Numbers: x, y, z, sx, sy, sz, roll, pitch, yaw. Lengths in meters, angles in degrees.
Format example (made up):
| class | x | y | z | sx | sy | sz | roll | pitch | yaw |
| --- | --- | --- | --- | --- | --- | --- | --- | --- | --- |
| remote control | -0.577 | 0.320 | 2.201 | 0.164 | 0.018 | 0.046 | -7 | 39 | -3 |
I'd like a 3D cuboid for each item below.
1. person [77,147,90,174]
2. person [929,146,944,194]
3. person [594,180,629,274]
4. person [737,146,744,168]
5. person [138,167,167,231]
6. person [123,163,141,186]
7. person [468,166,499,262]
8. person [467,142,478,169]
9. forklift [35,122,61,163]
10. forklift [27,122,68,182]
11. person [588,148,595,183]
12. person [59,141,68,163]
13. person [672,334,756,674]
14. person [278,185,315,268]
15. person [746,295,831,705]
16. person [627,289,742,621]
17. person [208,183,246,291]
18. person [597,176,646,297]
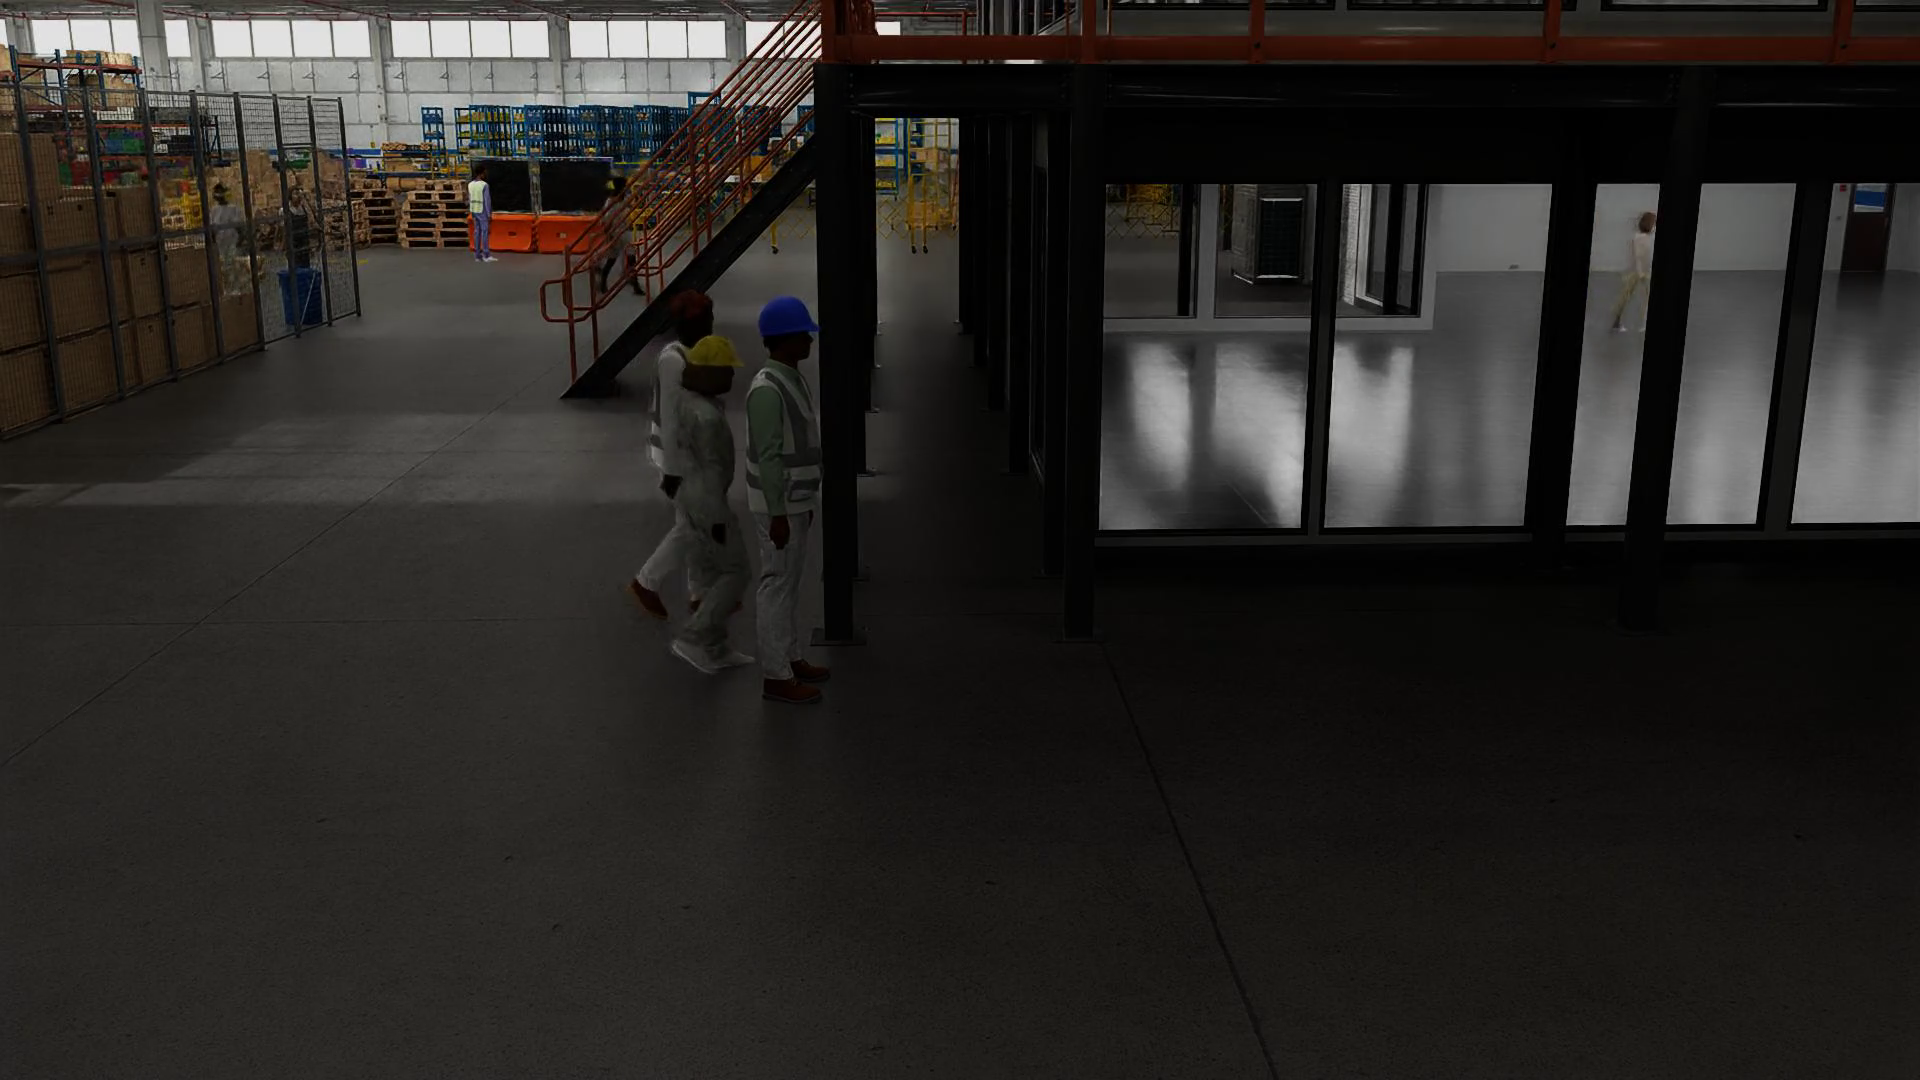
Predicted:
| class | x | y | z | sx | sy | sz | roll | pitch | yaw |
| --- | --- | --- | --- | --- | --- | --- | --- | --- | --- |
| person | -39.392 | -16.809 | 74.809 | 0.551 | 1.735 | 0.375 | -4 | 15 | -14 |
| person | -0.926 | -14.658 | 65.916 | 0.647 | 1.895 | 0.529 | -10 | 17 | -34 |
| person | -6.477 | -5.799 | 30.838 | 0.859 | 1.729 | 0.530 | 1 | 14 | 4 |
| person | -11.265 | -19.624 | 85.954 | 0.646 | 1.801 | 0.557 | 2 | 14 | 10 |
| person | -17.132 | -6.993 | 35.336 | 1.040 | 1.873 | 0.552 | 4 | 15 | 17 |
| person | -24.466 | -10.329 | 49.179 | 0.515 | 1.615 | 0.419 | -1 | 14 | -5 |
| person | -9.698 | -6.598 | 33.662 | 0.590 | 1.916 | 0.399 | 11 | 17 | 36 |
| person | -22.316 | -17.257 | 76.277 | 0.904 | 1.919 | 0.622 | 6 | 15 | 21 |
| forklift | -37.716 | -15.887 | 68.831 | 1.129 | 2.768 | 1.873 | -1 | 14 | -2 |
| forklift | -35.376 | -14.773 | 64.377 | 1.129 | 2.768 | 1.873 | -1 | 14 | -2 |
| person | -15.423 | -15.547 | 69.732 | 0.310 | 1.768 | 0.533 | -1 | 14 | -5 |
| person | -40.136 | -16.825 | 74.377 | 0.375 | 1.995 | 0.611 | 4 | 15 | 16 |
| person | -1.228 | -0.166 | 8.317 | 0.361 | 1.731 | 0.500 | -4 | 15 | -14 |
| person | -9.878 | -4.355 | 24.839 | 0.345 | 1.847 | 0.508 | 7 | 16 | 26 |
| person | -0.836 | -0.194 | 7.994 | 0.382 | 1.951 | 0.606 | 1 | 14 | 5 |
| person | -1.545 | -0.452 | 9.181 | 0.528 | 1.870 | 0.650 | 0 | 14 | 2 |
| person | -11.379 | -4.617 | 25.888 | 0.525 | 1.850 | 0.717 | 2 | 14 | 7 |
| person | -5.543 | -4.911 | 26.919 | 0.993 | 1.927 | 0.618 | 10 | 17 | 33 |
